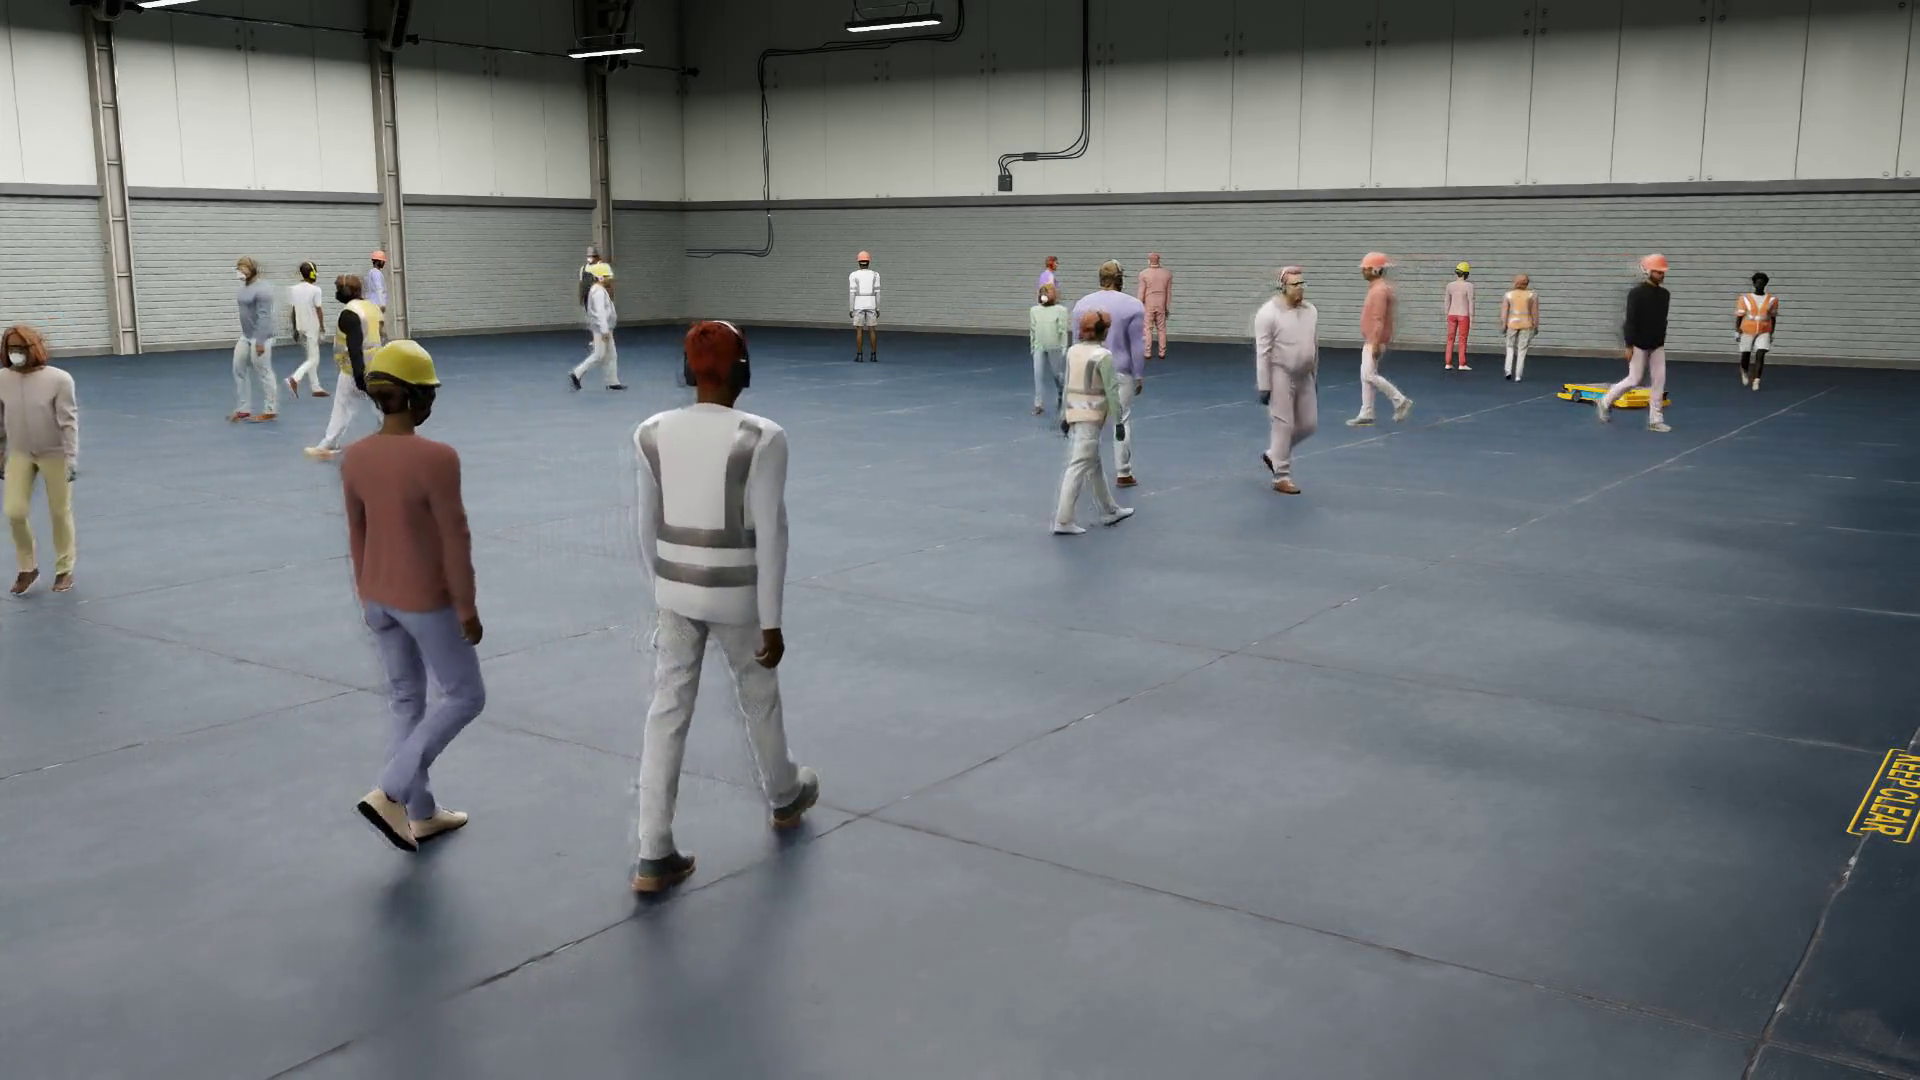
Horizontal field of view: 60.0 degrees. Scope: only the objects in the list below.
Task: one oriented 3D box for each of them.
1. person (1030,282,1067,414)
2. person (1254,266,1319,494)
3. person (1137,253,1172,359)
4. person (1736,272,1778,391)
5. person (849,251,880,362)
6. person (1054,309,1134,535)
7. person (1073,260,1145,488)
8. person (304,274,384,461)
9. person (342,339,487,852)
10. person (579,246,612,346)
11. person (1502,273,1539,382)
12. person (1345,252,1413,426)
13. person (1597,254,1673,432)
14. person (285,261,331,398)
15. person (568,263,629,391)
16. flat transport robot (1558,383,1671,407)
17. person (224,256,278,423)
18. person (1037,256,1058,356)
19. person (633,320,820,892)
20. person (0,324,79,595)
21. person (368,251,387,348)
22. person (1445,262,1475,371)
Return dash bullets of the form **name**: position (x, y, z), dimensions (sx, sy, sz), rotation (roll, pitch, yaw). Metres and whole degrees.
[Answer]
- **person**: position (1.103, -2.363, 20.444), dimensions (0.507, 1.603, 0.756), rotation (4, 11, 23)
- **person**: position (2.728, -1.340, 13.915), dimensions (0.662, 1.887, 0.492), rotation (-6, 12, -31)
- **person**: position (3.462, -4.199, 29.906), dimensions (0.709, 1.905, 0.402), rotation (-4, 11, -21)
- **person**: position (11.308, -2.968, 23.639), dimensions (0.535, 1.676, 0.645), rotation (4, 11, 22)
- **person**: position (-1.676, -4.081, 29.141), dimensions (0.552, 1.933, 0.363), rotation (-3, 11, -16)
- **person**: position (0.994, -0.845, 11.955), dimensions (0.834, 1.595, 0.546), rotation (-5, 11, -28)
- **person**: position (1.264, -1.408, 14.170), dimensions (0.629, 1.936, 0.372), rotation (4, 11, 21)
- **person**: position (-5.755, -1.637, 15.883), dimensions (1.002, 1.786, 0.636), rotation (1, 10, 3)
- **person**: position (-1.870, 0.206, 5.608), dimensions (0.547, 1.751, 0.487), rotation (6, 12, 29)
- **person**: position (-7.403, -4.920, 33.545), dimensions (0.711, 2.000, 0.582), rotation (4, 11, 21)
- **person**: position (8.431, -3.187, 25.015), dimensions (0.520, 1.625, 0.432), rotation (5, 11, 25)
- **person**: position (4.743, -2.251, 18.754), dimensions (0.612, 1.980, 0.630), rotation (1, 10, 5)
- **person**: position (7.587, -2.201, 18.552), dimensions (0.628, 1.971, 0.830), rotation (-5, 11, -25)
- **person**: position (-8.761, -2.794, 22.218), dimensions (0.524, 1.848, 0.770), rotation (5, 11, 24)
- **person**: position (-5.081, -2.966, 23.264), dimensions (0.757, 1.807, 0.593), rotation (-1, 10, -8)
- **flat transport robot**: position (8.443, -1.883, 21.494), dimensions (0.652, 0.197, 1.431), rotation (-3, 10, -15)
- **person**: position (-8.221, -2.292, 19.139), dimensions (0.661, 1.923, 0.672), rotation (9, 13, 40)
- **person**: position (1.638, -4.342, 30.865), dimensions (0.374, 1.840, 0.570), rotation (-2, 10, -14)
- **person**: position (-0.806, 0.186, 5.566), dimensions (0.599, 1.823, 1.025), rotation (4, 11, 20)
- **person**: position (-5.449, -0.468, 9.822), dimensions (0.508, 1.608, 0.483), rotation (-2, 10, -13)
- **person**: position (-10.867, -4.440, 31.153), dimensions (0.358, 1.937, 0.544), rotation (-6, 12, -29)
- **person**: position (8.198, -3.660, 27.258), dimensions (0.314, 1.767, 0.534), rotation (-9, 13, -40)
